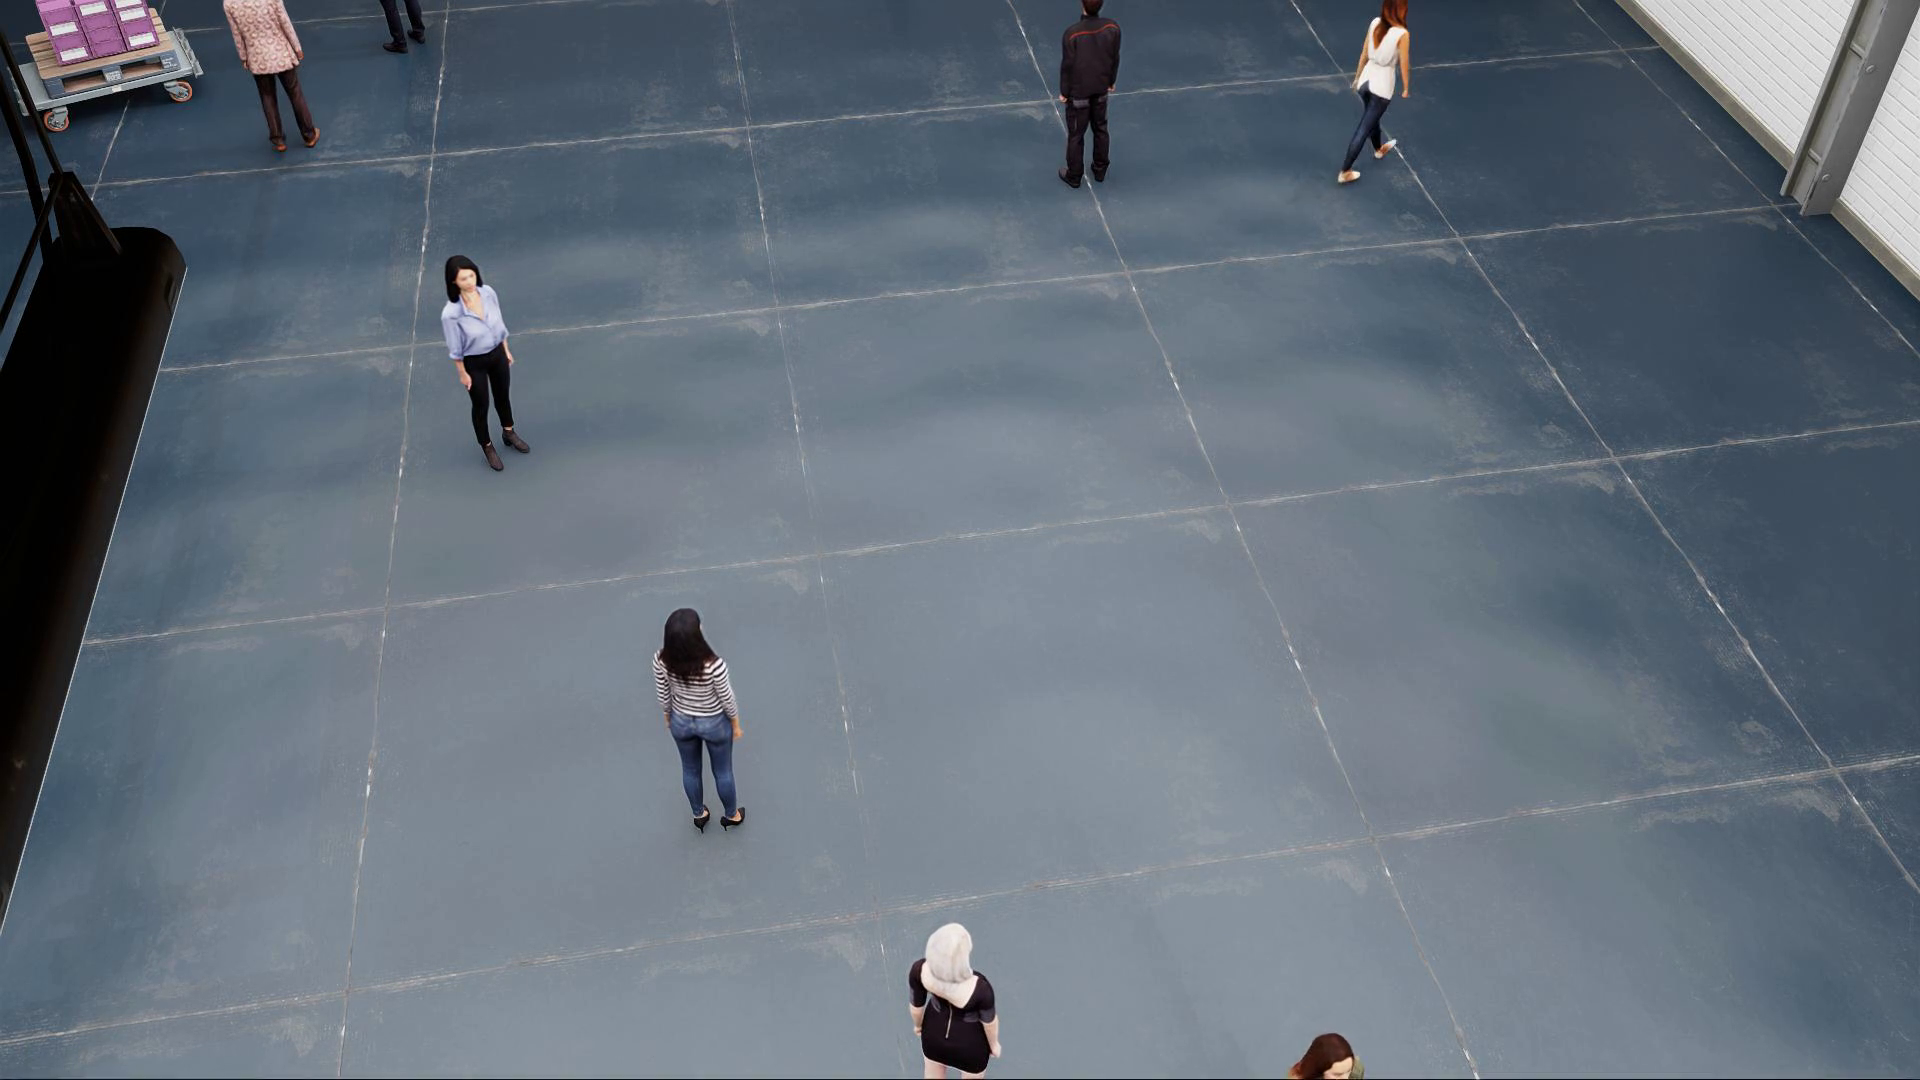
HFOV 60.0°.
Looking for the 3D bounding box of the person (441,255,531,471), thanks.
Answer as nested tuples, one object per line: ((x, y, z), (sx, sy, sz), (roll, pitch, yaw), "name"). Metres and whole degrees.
((-3.411, -1.281, 11.895), (0.773, 1.744, 0.727), (29, 51, 27), "person")

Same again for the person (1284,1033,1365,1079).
((1.662, 2.710, 7.908), (0.648, 1.465, 0.640), (-13, 45, -13), "person")

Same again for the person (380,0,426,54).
((-5.703, -5.782, 16.550), (0.857, 1.842, 0.785), (24, 48, 23), "person")

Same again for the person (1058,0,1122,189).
((1.126, -3.989, 14.670), (0.768, 1.838, 0.648), (-16, 46, -16), "person")

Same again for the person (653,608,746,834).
((-1.467, 1.050, 9.411), (0.639, 1.797, 0.588), (6, 44, 6), "person")

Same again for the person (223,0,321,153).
((-6.261, -4.386, 15.110), (0.695, 1.807, 0.609), (-10, 44, -10), "person")

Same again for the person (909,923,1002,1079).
((-0.026, 2.386, 7.984), (0.659, 1.830, 0.655), (13, 45, 14), "person")

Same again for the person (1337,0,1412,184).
((3.614, -3.956, 14.703), (0.970, 1.745, 1.077), (-27, 50, -25), "person")
